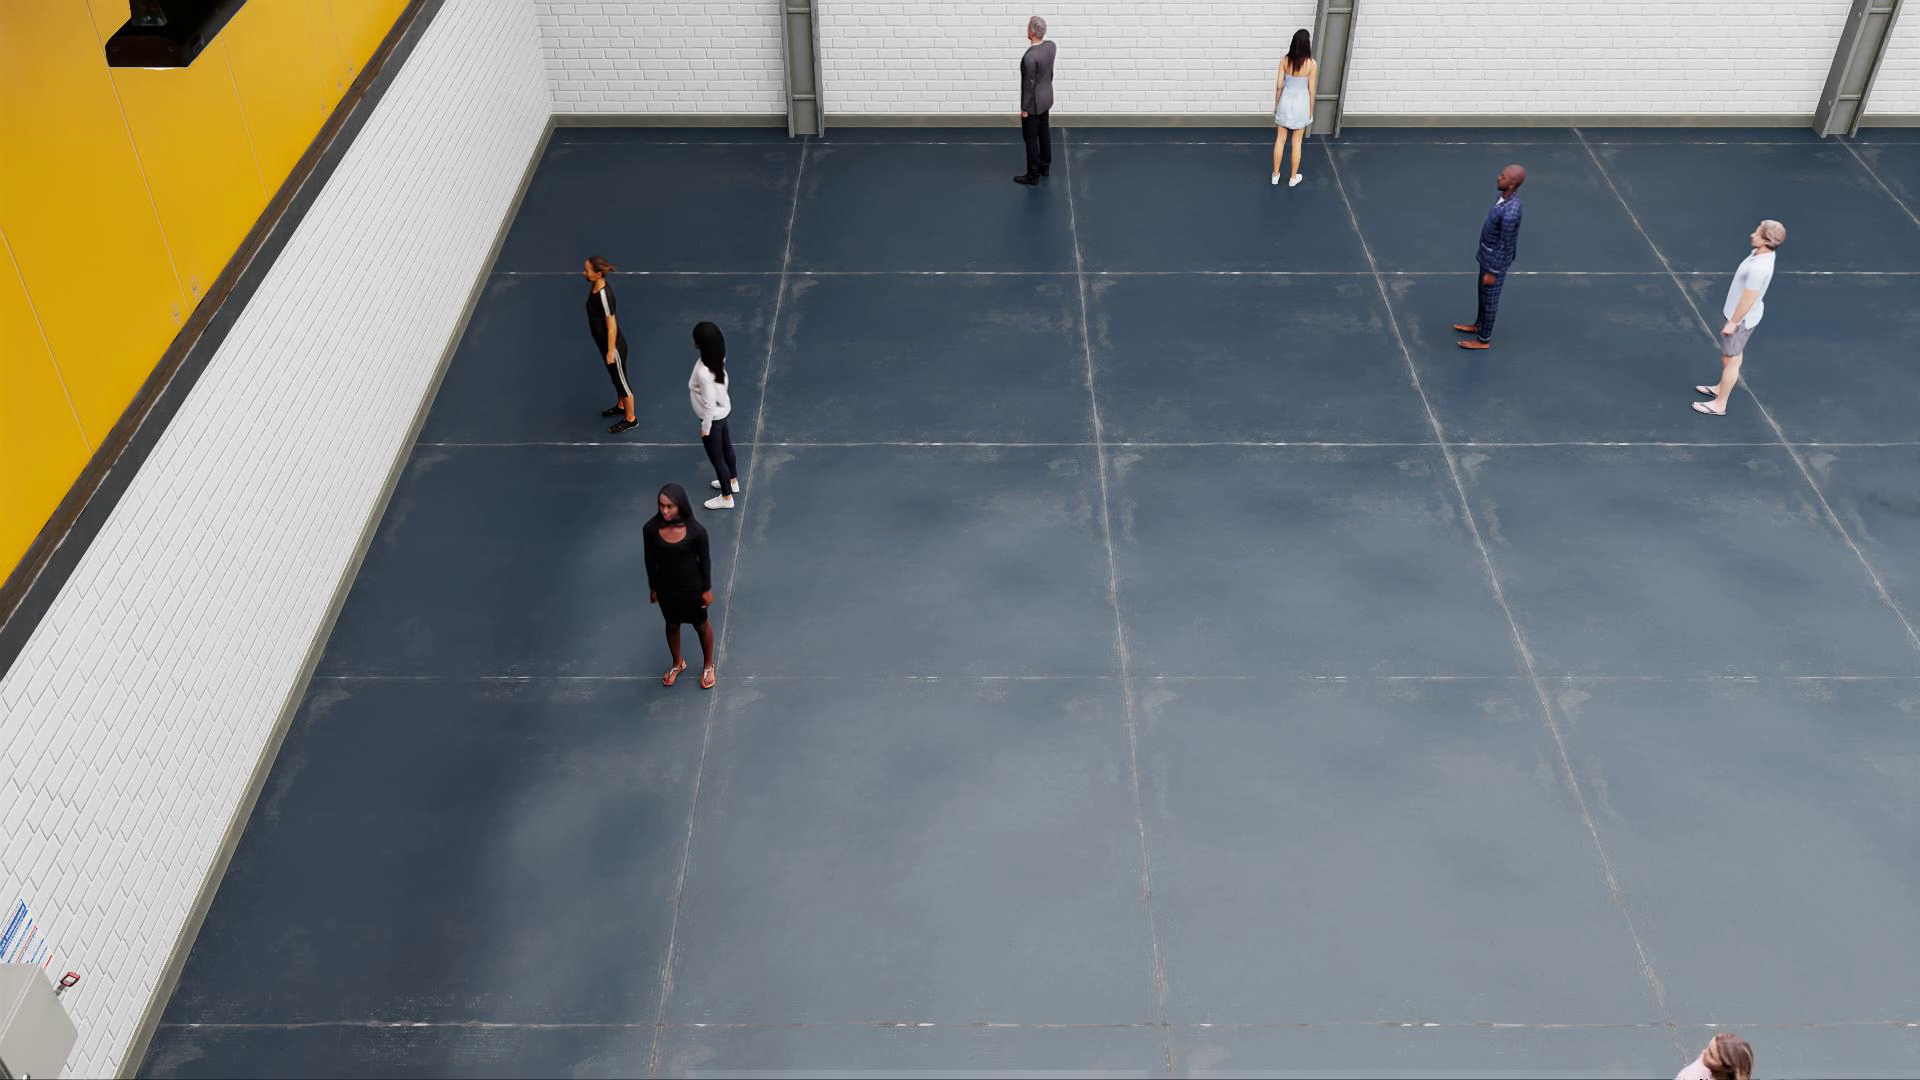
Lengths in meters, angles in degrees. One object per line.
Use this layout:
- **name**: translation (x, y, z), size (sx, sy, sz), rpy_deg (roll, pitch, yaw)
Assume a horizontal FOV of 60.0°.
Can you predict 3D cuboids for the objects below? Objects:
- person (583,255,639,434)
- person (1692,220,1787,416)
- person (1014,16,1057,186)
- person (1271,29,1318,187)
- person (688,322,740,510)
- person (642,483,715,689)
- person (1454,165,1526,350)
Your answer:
- **person**: translation (-2.999, -1.702, 14.260), size (0.615, 1.669, 0.641), rpy_deg (-13, 40, -16)
- **person**: translation (6.800, -1.941, 14.429), size (0.735, 1.832, 0.741), rpy_deg (19, 42, 23)
- **person**: translation (0.814, -4.751, 17.942), size (0.797, 1.839, 0.810), rpy_deg (21, 43, 24)
- **person**: translation (3.586, -4.664, 17.920), size (0.575, 1.730, 0.714), rpy_deg (12, 40, 15)
- **person**: translation (-1.972, -1.011, 13.370), size (0.575, 1.700, 0.642), rpy_deg (4, 39, 5)
- **person**: translation (-1.954, 0.327, 11.679), size (0.470, 1.720, 0.695), rpy_deg (4, 39, 5)
- **person**: translation (4.919, -2.614, 15.281), size (0.642, 1.819, 0.686), rpy_deg (5, 39, 6)
